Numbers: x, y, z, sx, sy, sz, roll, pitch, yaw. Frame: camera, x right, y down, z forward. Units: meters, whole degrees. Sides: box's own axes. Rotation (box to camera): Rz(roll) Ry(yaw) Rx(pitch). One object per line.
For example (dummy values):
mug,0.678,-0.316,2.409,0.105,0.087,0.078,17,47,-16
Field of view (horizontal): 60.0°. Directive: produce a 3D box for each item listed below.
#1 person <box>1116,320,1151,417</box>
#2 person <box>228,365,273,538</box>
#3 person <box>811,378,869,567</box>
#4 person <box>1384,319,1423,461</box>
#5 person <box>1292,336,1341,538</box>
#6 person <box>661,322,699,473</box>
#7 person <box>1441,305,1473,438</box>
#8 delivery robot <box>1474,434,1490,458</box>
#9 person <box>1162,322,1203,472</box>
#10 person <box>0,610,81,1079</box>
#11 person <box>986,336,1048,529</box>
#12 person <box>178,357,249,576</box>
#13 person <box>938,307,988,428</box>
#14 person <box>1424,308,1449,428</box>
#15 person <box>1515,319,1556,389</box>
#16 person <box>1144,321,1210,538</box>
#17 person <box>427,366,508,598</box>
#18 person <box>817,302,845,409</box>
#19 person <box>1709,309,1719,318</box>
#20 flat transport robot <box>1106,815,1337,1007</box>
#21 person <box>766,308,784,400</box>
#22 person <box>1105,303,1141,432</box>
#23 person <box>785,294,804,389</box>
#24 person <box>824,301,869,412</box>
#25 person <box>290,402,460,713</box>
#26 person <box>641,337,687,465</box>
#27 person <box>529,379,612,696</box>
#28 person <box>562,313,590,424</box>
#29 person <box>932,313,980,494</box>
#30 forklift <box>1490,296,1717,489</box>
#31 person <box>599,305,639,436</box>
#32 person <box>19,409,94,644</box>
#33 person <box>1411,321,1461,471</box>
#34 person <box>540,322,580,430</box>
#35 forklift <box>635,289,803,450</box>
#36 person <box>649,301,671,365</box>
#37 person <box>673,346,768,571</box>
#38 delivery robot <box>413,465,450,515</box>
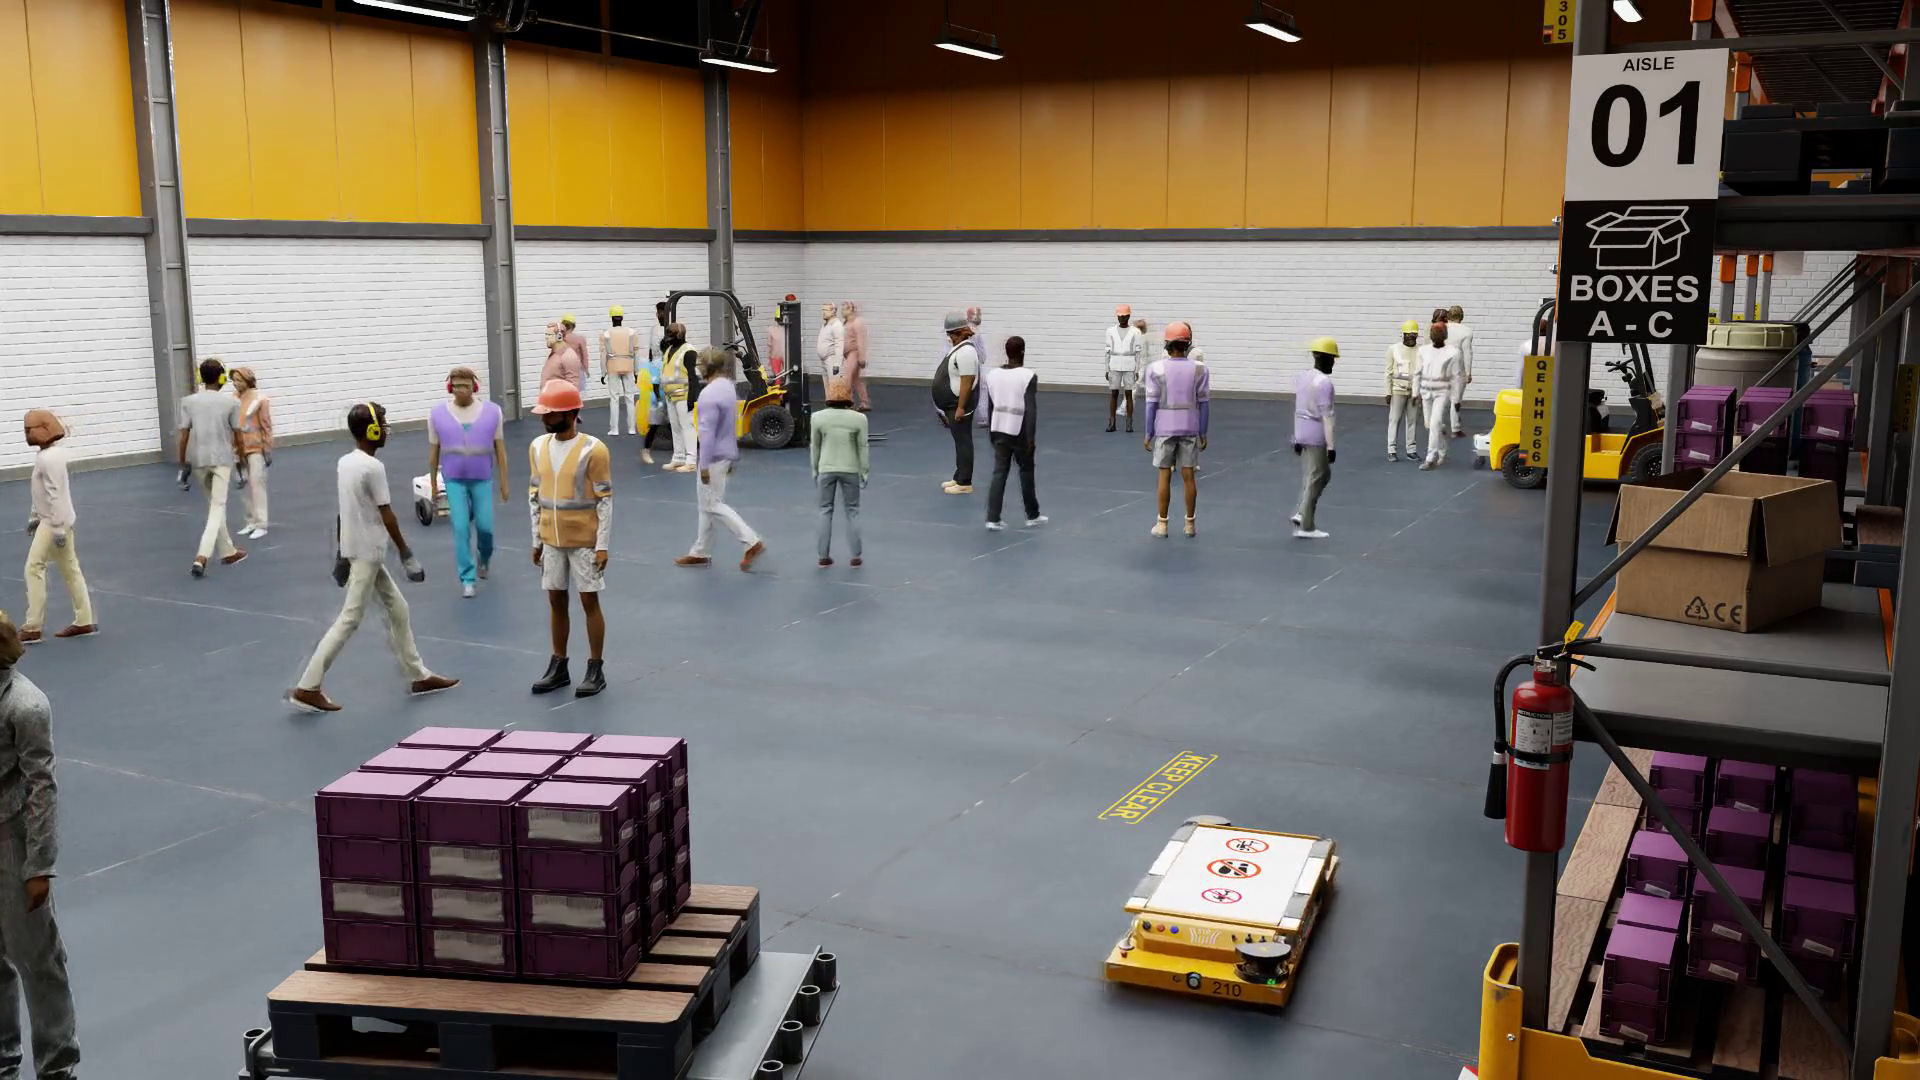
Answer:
person,2.899,-2.798,27.231,0.873,1.590,0.528,1,10,3
person,-6.765,-0.842,15.802,0.518,1.644,0.319,3,10,18
person,-1.028,-0.565,14.220,0.499,1.621,0.300,0,10,-1
person,5.776,-1.928,21.493,0.589,1.833,0.404,-1,10,-8
person,3.365,-0.955,15.645,0.445,1.901,0.620,-2,10,-13
person,-3.453,-1.751,20.444,0.429,1.841,0.634,-8,13,-39
person,7.195,-2.465,24.338,0.371,1.933,0.632,-9,13,-41
delivery robot,6.741,-1.185,20.619,0.707,0.478,0.477,3,10,17
person,2.722,-1.741,20.375,0.506,1.846,0.350,3,10,18
person,-2.947,0.964,5.034,0.485,1.736,0.309,4,10,21
person,0.530,-1.047,16.252,0.612,1.884,0.828,7,12,36
person,-6.317,-0.620,14.023,0.543,1.822,0.939,1,10,3
person,0.132,-2.638,25.481,0.883,1.878,0.647,-2,10,-13
person,7.347,-2.640,25.611,0.429,1.838,0.622,2,10,12
person,7.627,-1.989,21.900,0.638,1.831,0.432,1,10,3
person,2.041,-1.038,15.731,0.615,2.043,0.377,-1,10,-5
person,-3.882,-0.478,13.129,0.595,1.819,0.573,-3,10,-17
person,-2.073,-2.821,26.433,0.409,1.913,0.651,-5,11,-25
person,11.784,-2.706,26.038,0.771,1.804,0.612,1,10,5
flat transport robot,1.078,1.424,6.603,0.652,0.197,1.431,4,10,20
person,-3.110,-3.183,29.010,0.529,1.744,0.671,-1,10,-3
person,2.439,-2.578,24.956,0.543,1.938,0.357,2,10,12
person,-3.276,-3.880,32.637,0.354,1.887,0.573,4,11,23
person,-1.930,-3.061,27.963,0.948,1.867,0.662,-4,10,-21
person,-3.535,0.095,9.850,1.007,1.820,0.526,-7,12,-34
person,-3.731,-1.746,20.949,0.885,1.657,0.531,9,14,44
person,-2.374,-0.008,10.087,0.547,1.934,0.376,4,10,20
person,-6.052,-2.664,25.960,0.556,1.751,0.366,1,10,4
person,-0.049,-1.543,18.663,0.536,2.000,0.674,-1,10,-3
forklift,7.296,-1.677,18.993,2.313,2.155,1.214,5,11,27
person,-5.011,-2.491,24.474,0.587,1.930,0.360,-4,11,-24
person,-6.393,-0.090,11.497,0.651,1.614,0.512,-4,11,-23
person,5.987,-1.819,20.810,0.570,1.852,0.903,9,14,43
person,-4.528,-1.495,18.770,0.406,1.911,0.636,-6,12,-33
forklift,-3.358,-2.392,23.136,2.313,2.155,1.214,-1,10,-5
person,-4.441,-2.603,25.013,0.605,1.966,0.367,5,11,26
person,-2.042,-0.685,14.067,0.838,1.916,0.645,1,10,7
delivery robot,-5.227,-0.505,16.678,0.477,0.478,0.707,-6,12,-33
